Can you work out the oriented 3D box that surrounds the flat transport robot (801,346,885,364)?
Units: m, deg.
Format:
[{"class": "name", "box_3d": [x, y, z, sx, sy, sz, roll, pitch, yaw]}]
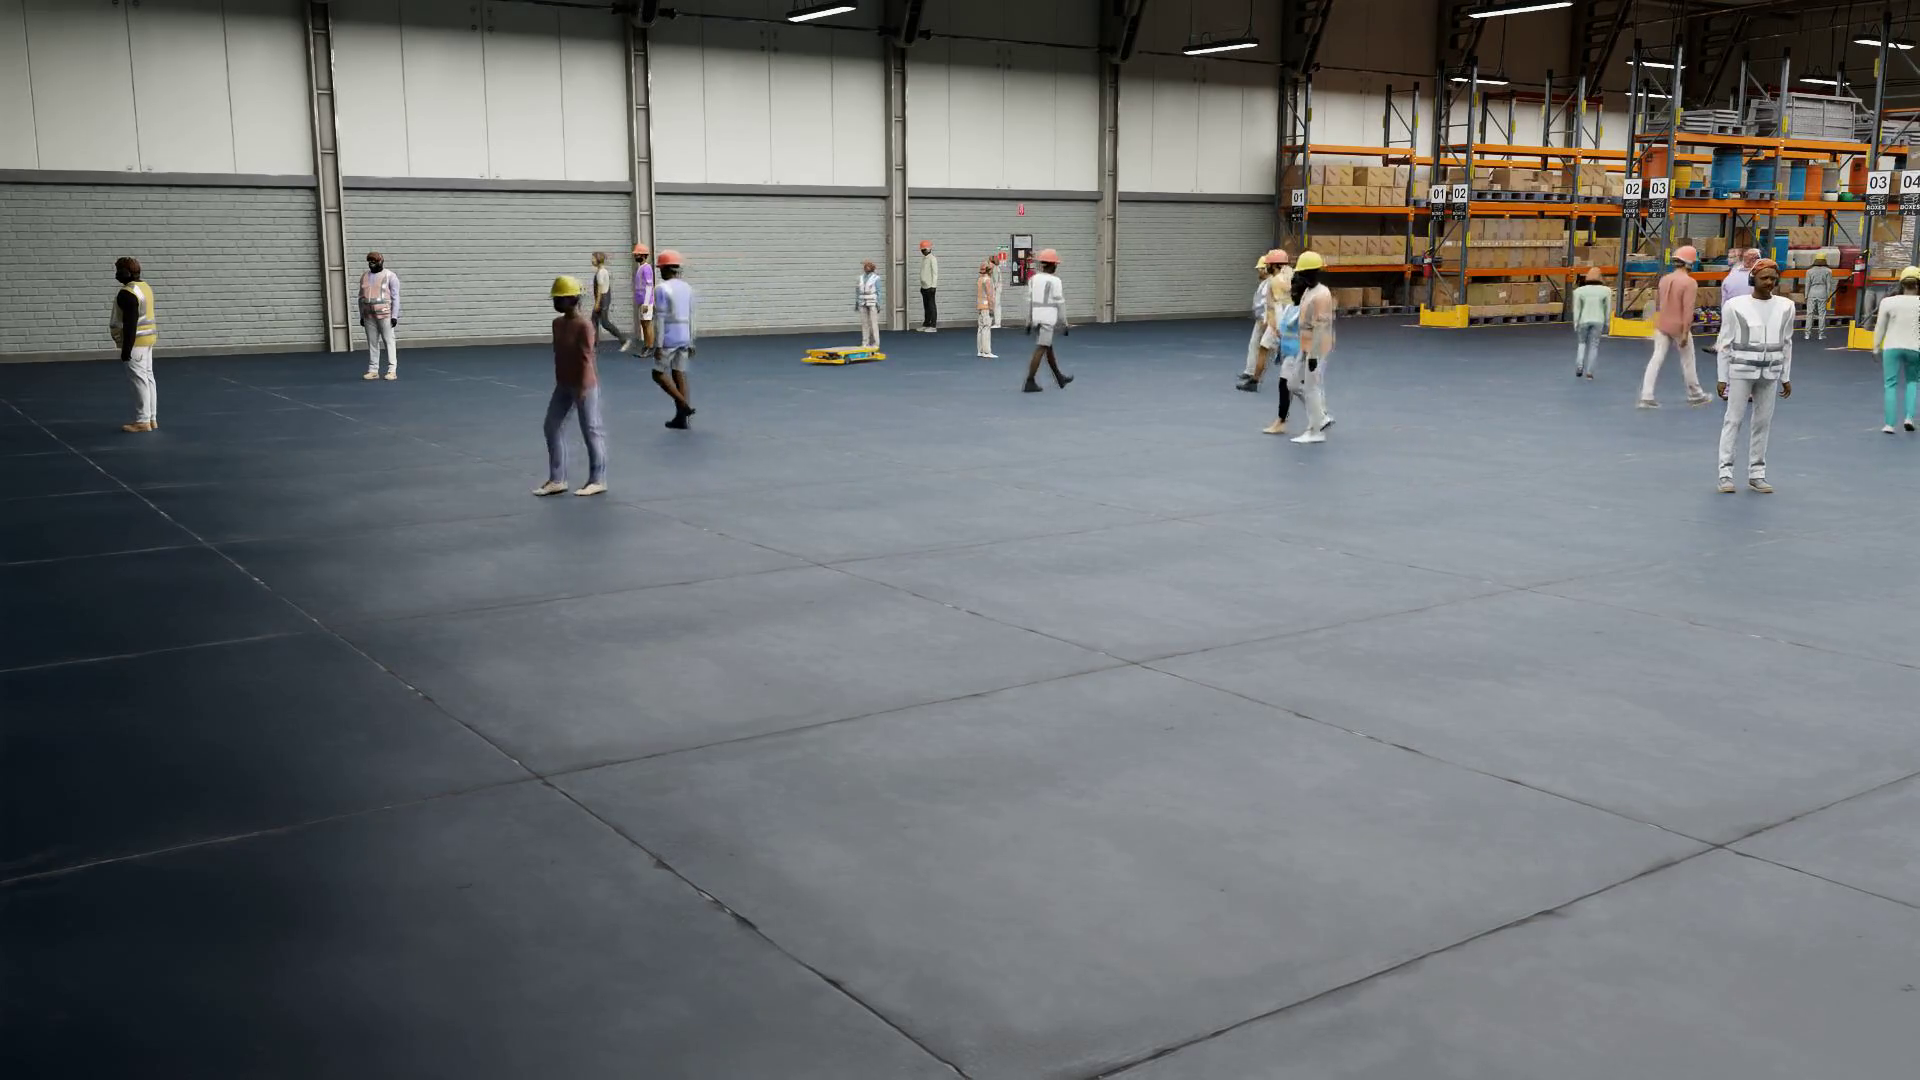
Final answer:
[{"class": "flat transport robot", "box_3d": [-1.908, -3.038, 27.266, 0.652, 0.197, 1.431, 7, 12, 32]}]

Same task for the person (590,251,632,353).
[{"class": "person", "box_3d": [-6.263, -4.184, 29.333, 0.838, 1.818, 0.514, -4, 11, -19]}]

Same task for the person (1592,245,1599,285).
[{"class": "person", "box_3d": [17.374, -7.190, 45.759, 0.877, 1.831, 0.518, 2, 10, 9]}]

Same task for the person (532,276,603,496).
[{"class": "person", "box_3d": [-3.118, -1.194, 13.085, 0.554, 1.740, 0.686, 9, 14, 41]}]

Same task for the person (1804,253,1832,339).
[{"class": "person", "box_3d": [17.326, -4.925, 33.590, 0.484, 1.738, 0.305, 7, 12, 32]}]

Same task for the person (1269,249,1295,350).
[{"class": "person", "box_3d": [5.835, -4.378, 30.345, 0.404, 1.828, 0.587, 10, 14, 42]}]

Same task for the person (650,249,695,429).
[{"class": "person", "box_3d": [-3.059, -2.134, 17.782, 0.473, 1.919, 0.571, 6, 12, 31]}]

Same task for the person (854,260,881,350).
[{"class": "person", "box_3d": [-1.662, -4.254, 30.244, 0.554, 1.623, 0.318, 6, 12, 30]}]

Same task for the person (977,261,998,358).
[{"class": "person", "box_3d": [0.446, -3.925, 28.378, 0.308, 1.639, 0.510, -4, 11, -19]}]

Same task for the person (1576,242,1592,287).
[{"class": "person", "box_3d": [16.977, -7.108, 45.060, 0.375, 1.917, 0.599, -6, 12, -30]}]

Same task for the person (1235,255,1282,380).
[{"class": "person", "box_3d": [4.449, -3.166, 23.793, 0.886, 1.801, 0.589, -2, 10, -9]}]

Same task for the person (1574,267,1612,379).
[{"class": "person", "box_3d": [9.181, -3.141, 24.144, 0.506, 1.620, 0.430, 5, 12, 27]}]

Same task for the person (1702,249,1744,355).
[{"class": "person", "box_3d": [13.453, -4.101, 28.770, 0.942, 1.855, 0.659, 4, 11, 21]}]

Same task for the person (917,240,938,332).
[{"class": "person", "box_3d": [-0.707, -5.501, 36.066, 0.396, 1.985, 0.608, -5, 12, -27]}]

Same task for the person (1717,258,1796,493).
[{"class": "person", "box_3d": [6.394, -1.314, 13.390, 0.584, 1.883, 0.339, 0, 10, 2]}]

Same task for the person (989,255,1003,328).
[{"class": "person", "box_3d": [0.802, -5.582, 37.470, 0.315, 1.636, 0.515, 1, 10, 5]}]

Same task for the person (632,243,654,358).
[{"class": "person", "box_3d": [-5.406, -4.077, 28.380, 0.354, 1.942, 0.545, -4, 11, -23]}]

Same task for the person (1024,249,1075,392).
[{"class": "person", "box_3d": [1.216, -2.925, 22.213, 0.998, 1.880, 0.573, -8, 13, -38]}]

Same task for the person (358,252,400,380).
[{"class": "person", "box_3d": [-8.406, -3.234, 24.035, 0.626, 1.844, 0.429, 2, 11, 12]}]

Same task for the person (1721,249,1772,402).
[{"class": "person", "box_3d": [9.859, -2.681, 20.825, 0.407, 1.908, 0.642, -8, 13, -36]}]

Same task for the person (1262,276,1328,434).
[{"class": "person", "box_3d": [3.541, -1.945, 17.438, 0.735, 1.665, 0.533, -2, 10, -8]}]

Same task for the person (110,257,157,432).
[{"class": "person", "box_3d": [-8.778, -2.074, 17.676, 0.429, 1.844, 0.627, -2, 11, -11]}]

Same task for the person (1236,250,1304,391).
[{"class": "person", "box_3d": [4.222, -2.884, 22.012, 1.003, 1.890, 0.566, 5, 11, 26]}]

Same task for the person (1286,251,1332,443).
[{"class": "person", "box_3d": [3.493, -1.912, 16.594, 0.415, 1.908, 0.597, 0, 10, -1]}]

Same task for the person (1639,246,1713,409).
[{"class": "person", "box_3d": [8.614, -2.538, 19.945, 1.022, 1.939, 0.623, -4, 11, -23]}]

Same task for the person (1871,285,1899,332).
[{"class": "person", "box_3d": [19.603, -5.256, 35.398, 0.831, 1.727, 0.542, -4, 11, -21]}]

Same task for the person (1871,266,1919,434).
[{"class": "person", "box_3d": [9.889, -1.989, 17.467, 0.539, 1.751, 0.498, 4, 11, 21]}]

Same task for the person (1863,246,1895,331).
[{"class": "person", "box_3d": [18.549, -5.015, 33.628, 0.640, 1.918, 0.831, 8, 13, 37]}]
